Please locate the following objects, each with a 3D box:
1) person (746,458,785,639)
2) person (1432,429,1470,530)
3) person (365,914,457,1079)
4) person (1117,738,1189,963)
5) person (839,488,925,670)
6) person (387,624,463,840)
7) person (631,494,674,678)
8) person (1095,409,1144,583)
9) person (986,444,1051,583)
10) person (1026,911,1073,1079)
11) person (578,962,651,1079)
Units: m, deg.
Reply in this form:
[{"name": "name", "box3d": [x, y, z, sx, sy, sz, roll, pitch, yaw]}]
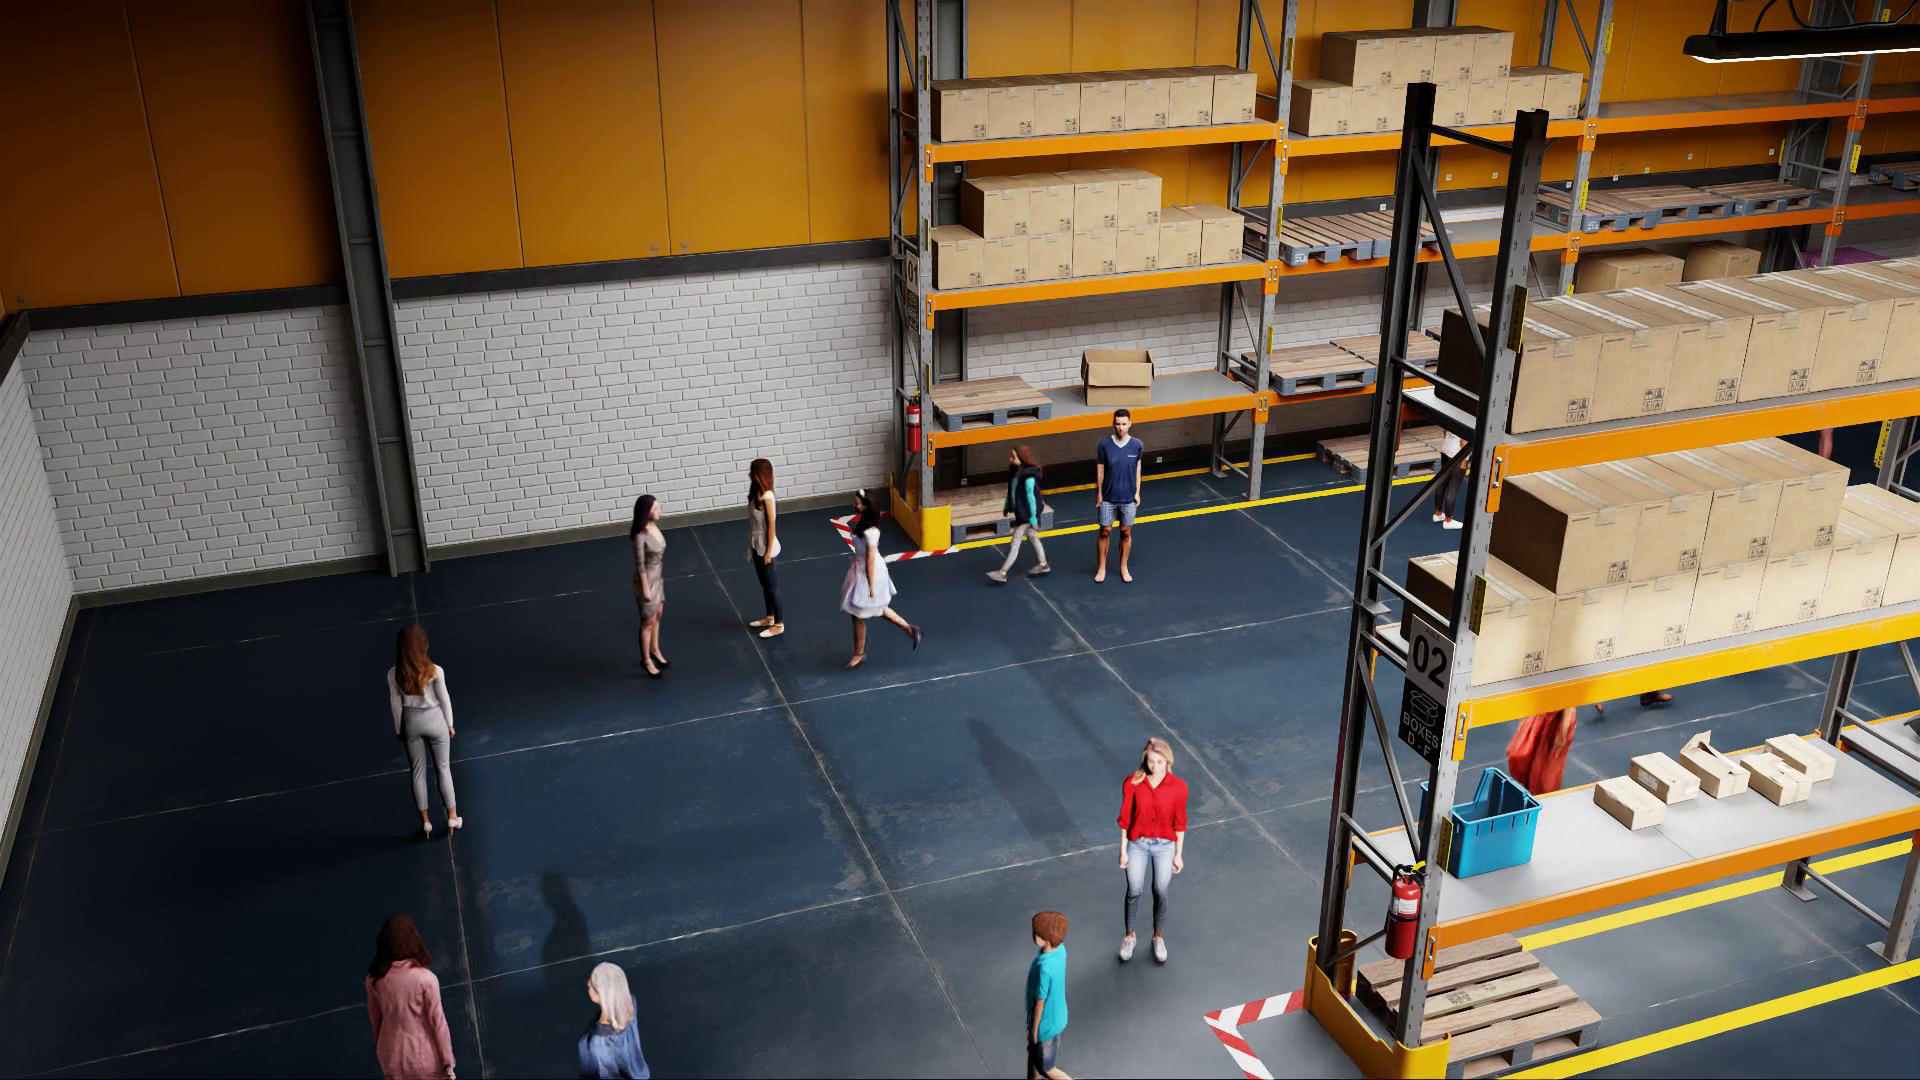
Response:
[{"name": "person", "box3d": [-1.844, 0.067, 15.808, 0.530, 1.785, 0.608, -10, 25, -21]}, {"name": "person", "box3d": [5.429, -0.939, 18.282, 0.562, 1.646, 0.589, -5, 24, -12]}, {"name": "person", "box3d": [-3.079, 2.942, 9.257, 1.072, 1.763, 0.972, 1, 24, 3]}, {"name": "person", "box3d": [1.296, 2.088, 11.285, 0.600, 1.705, 0.745, 2, 24, 5]}, {"name": "person", "box3d": [-0.741, 0.370, 15.098, 1.077, 1.797, 0.807, -3, 24, -6]}, {"name": "person", "box3d": [-4.071, 1.462, 12.640, 0.524, 1.766, 0.680, -4, 24, -8]}, {"name": "person", "box3d": [-2.824, 0.402, 15.090, 0.661, 1.746, 0.659, 3, 24, 7]}, {"name": "person", "box3d": [1.606, -0.471, 16.956, 0.611, 1.850, 0.748, 0, 24, 0]}, {"name": "person", "box3d": [0.723, -0.274, 16.992, 0.949, 1.460, 0.593, -7, 25, -17]}, {"name": "person", "box3d": [0.577, 2.846, 9.893, 0.944, 1.430, 0.838, 8, 25, 17]}, {"name": "person", "box3d": [-1.855, 3.028, 9.143, 0.725, 1.697, 0.708, 4, 24, 9]}]
